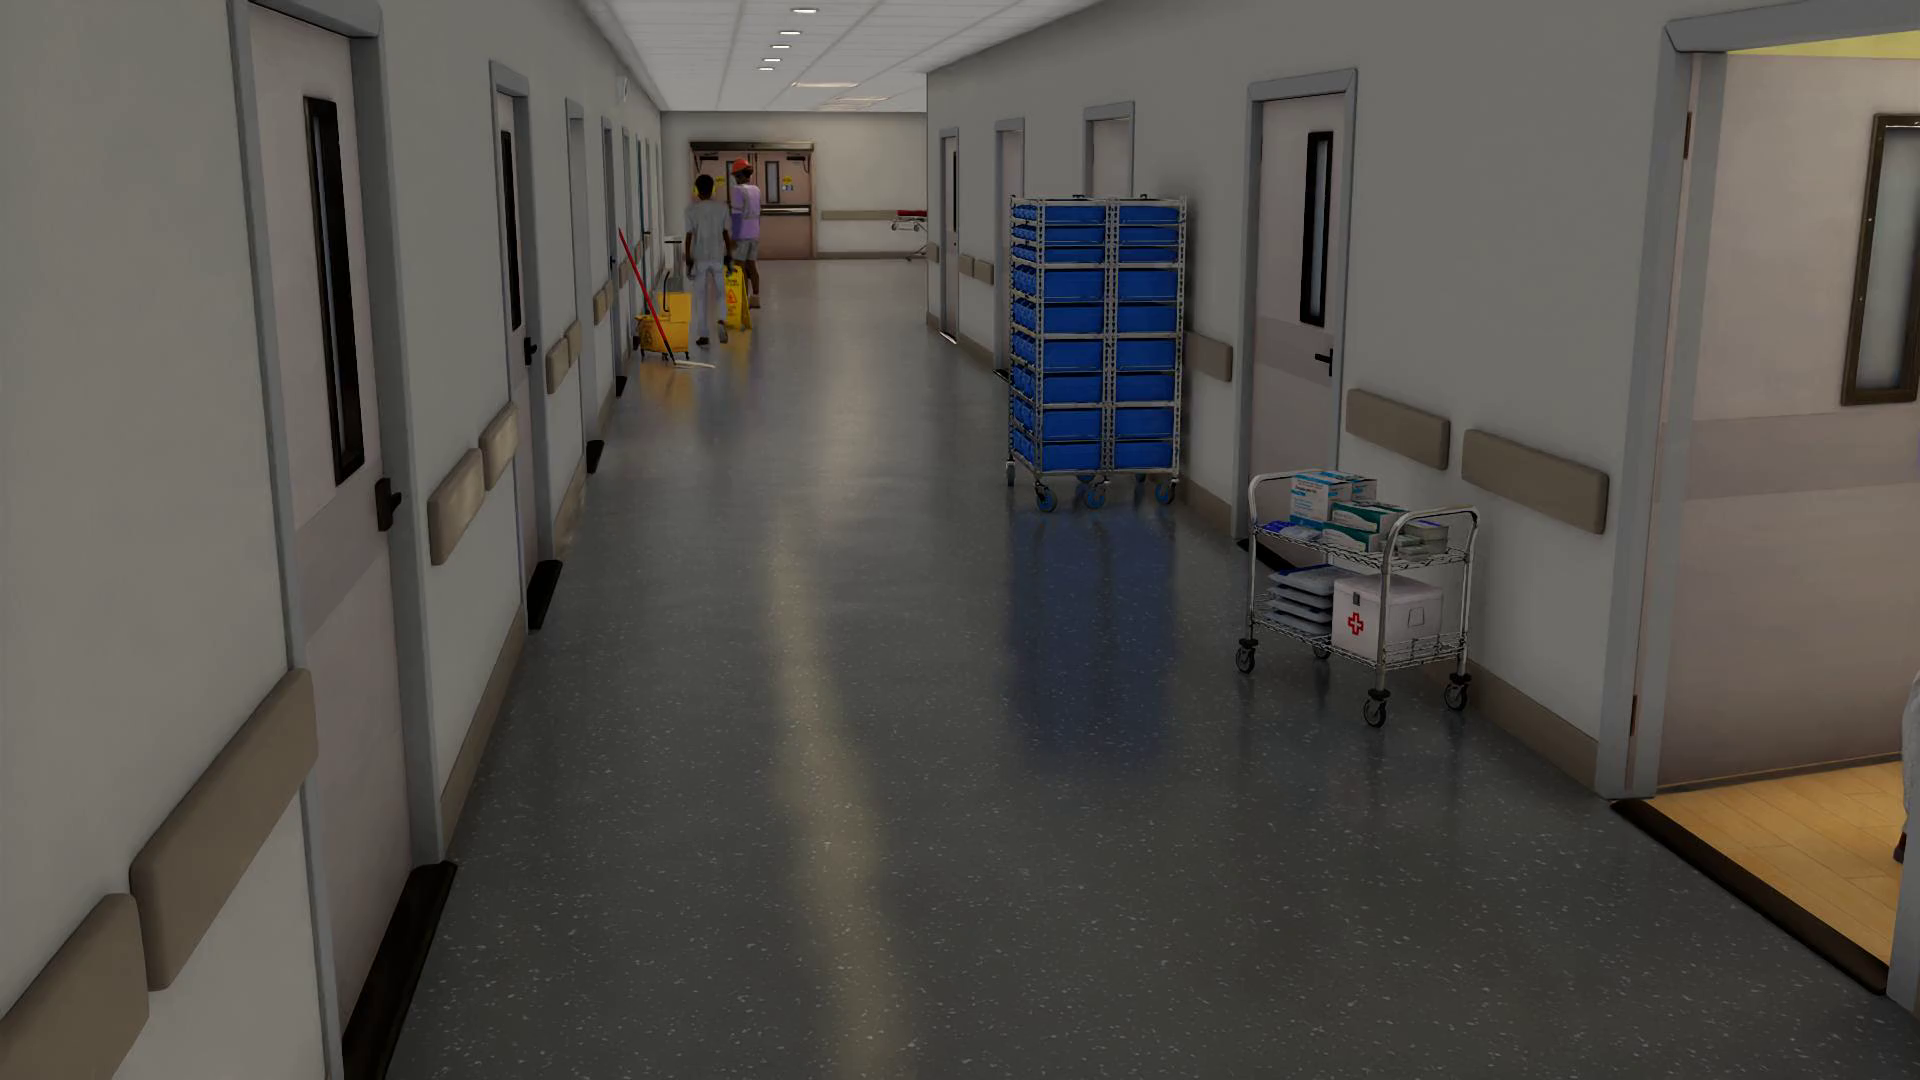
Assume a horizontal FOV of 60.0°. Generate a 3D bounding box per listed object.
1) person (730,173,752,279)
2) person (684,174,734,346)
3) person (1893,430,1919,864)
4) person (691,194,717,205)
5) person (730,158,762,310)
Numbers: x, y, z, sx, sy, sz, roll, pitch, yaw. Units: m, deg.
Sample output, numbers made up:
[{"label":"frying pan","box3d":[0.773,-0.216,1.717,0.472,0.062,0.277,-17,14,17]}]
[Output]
[{"label":"person","box3d":[-3.703,-5.451,28.597,0.376,1.934,0.547,7,15,29]},{"label":"person","box3d":[-2.694,-2.997,17.885,0.549,1.849,0.571,-4,13,-16]},{"label":"person","box3d":[2.802,-0.004,4.402,0.375,1.936,0.627,-3,13,-11]},{"label":"person","box3d":[-4.766,-5.919,31.049,0.526,1.768,0.331,-8,15,-31]},{"label":"person","box3d":[-2.932,-4.152,22.618,0.409,2.028,0.625,6,14,23]}]
